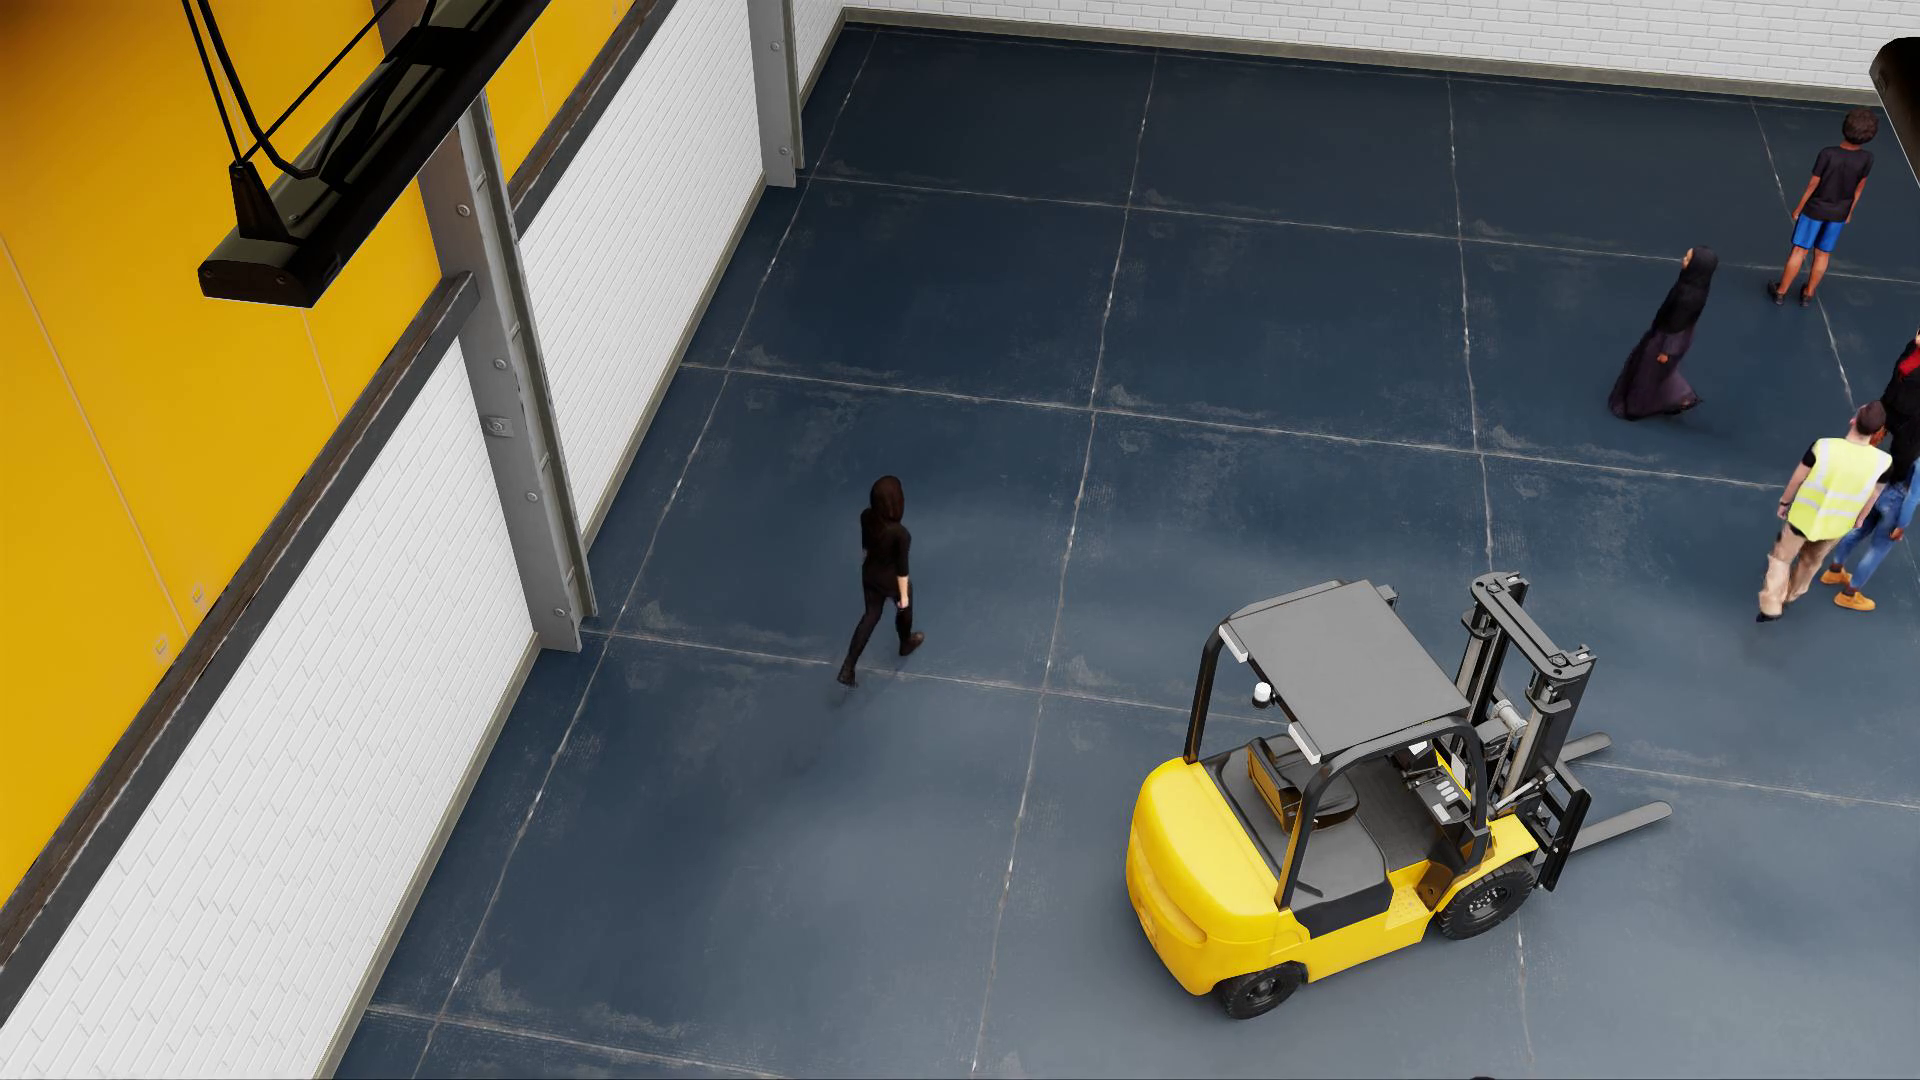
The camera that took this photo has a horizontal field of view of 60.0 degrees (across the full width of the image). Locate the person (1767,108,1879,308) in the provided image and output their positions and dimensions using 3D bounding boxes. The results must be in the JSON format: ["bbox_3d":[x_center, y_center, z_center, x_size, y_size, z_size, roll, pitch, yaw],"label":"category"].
[{"bbox_3d":[7.126,-2.721,13.680,0.593,1.800,0.560,8,44,8],"label":"person"}]

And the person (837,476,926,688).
[{"bbox_3d":[-0.528,0.303,10.639,0.889,1.616,1.114,27,50,25],"label":"person"}]

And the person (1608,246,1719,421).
[{"bbox_3d":[5.445,-1.528,12.570,0.860,1.604,0.909,24,49,23],"label":"person"}]

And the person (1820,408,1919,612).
[{"bbox_3d":[6.218,-0.253,11.153,0.692,1.711,0.494,2,44,2],"label":"person"}]

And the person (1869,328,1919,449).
[{"bbox_3d":[6.807,-0.910,11.908,0.906,1.621,0.976,-14,45,-15],"label":"person"}]

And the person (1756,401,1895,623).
[{"bbox_3d":[5.662,-0.127,10.936,0.802,1.828,1.025,14,45,15],"label":"person"}]
